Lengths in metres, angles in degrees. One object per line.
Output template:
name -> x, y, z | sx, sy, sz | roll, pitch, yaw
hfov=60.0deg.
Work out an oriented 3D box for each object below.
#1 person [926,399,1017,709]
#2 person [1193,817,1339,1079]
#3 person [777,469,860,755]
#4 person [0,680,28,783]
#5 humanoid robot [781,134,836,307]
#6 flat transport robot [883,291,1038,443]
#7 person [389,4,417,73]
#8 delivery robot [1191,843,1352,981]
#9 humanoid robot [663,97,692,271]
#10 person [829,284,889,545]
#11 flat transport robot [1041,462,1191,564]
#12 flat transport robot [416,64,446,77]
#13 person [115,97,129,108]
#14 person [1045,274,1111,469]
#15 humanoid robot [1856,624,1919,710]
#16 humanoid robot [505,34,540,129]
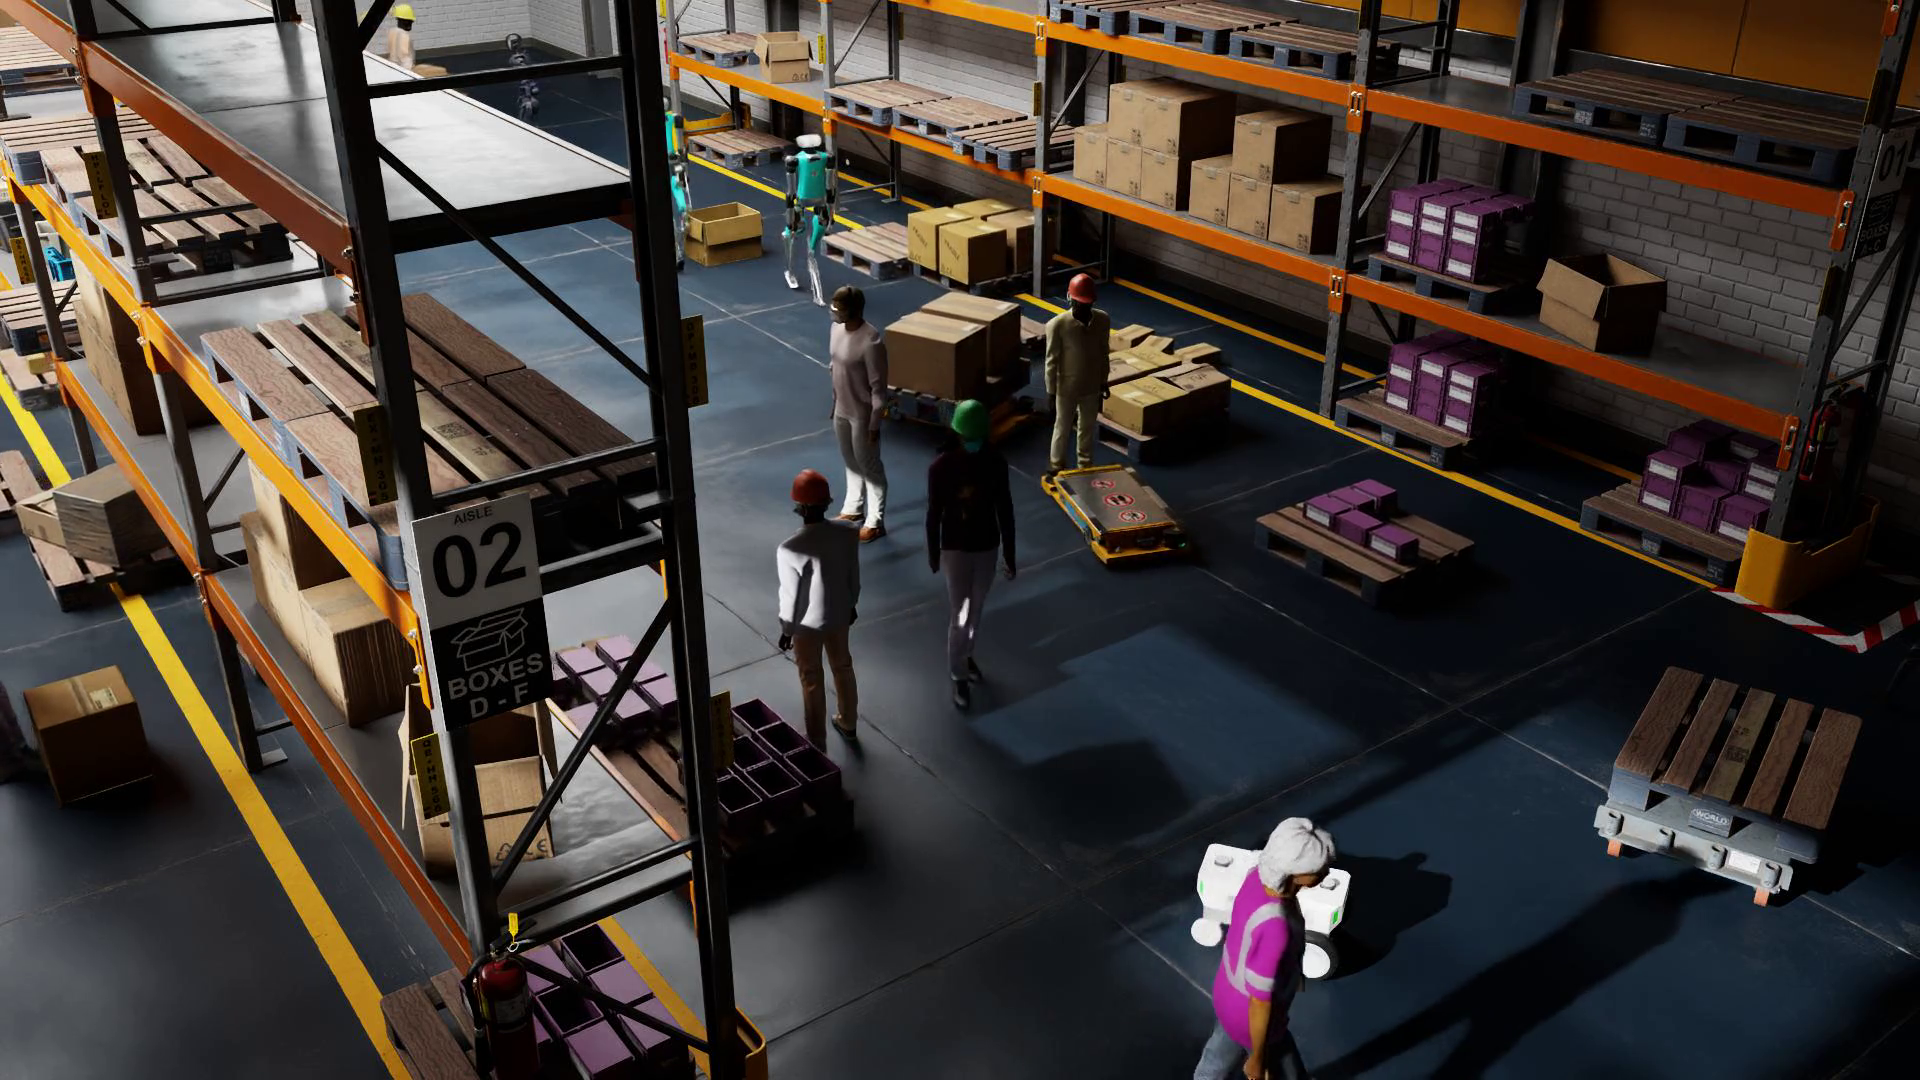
person -> 0.090, 0.078, 9.992 | 0.485, 1.916, 0.761 | -9, 28, -18
person -> 1.268, 1.846, 6.587 | 0.776, 1.809, 0.554 | 0, 27, 0
person -> -0.820, 0.412, 9.515 | 0.572, 1.748, 0.341 | -23, 34, -37
person -> -5.616, 0.479, 9.229 | 0.409, 1.896, 0.644 | -14, 30, -26
humanoid robot -> -1.630, -3.326, 17.021 | 0.530, 1.777, 1.003 | -13, 29, -24
flat transport robot -> -0.112, -1.161, 14.296 | 1.431, 0.231, 0.659 | 15, 31, 28
person -> -7.555, -6.363, 22.819 | 0.472, 1.903, 0.610 | -18, 32, -31
delivery robot -> 1.541, 1.767, 8.158 | 0.802, 0.598, 0.499 | 9, 28, 18
humanoid robot -> -3.113, -3.788, 17.944 | 0.555, 1.819, 0.877 | -10, 28, -19
person -> -0.735, -0.904, 11.932 | 0.374, 1.936, 0.627 | -17, 31, -30
flat transport robot -> 1.147, -0.234, 12.454 | 0.659, 0.231, 1.431 | -8, 28, -15
flat transport robot -> -7.759, -5.946, 23.814 | 0.659, 0.231, 1.431 | 0, 27, 1
person -> -10.620, -5.512, 21.032 | 0.388, 1.995, 0.611 | -17, 31, -30
person -> 0.912, -1.189, 12.698 | 0.572, 1.749, 0.331 | -13, 30, -24
humanoid robot -> 5.734, 0.375, 9.696 | 0.669, 1.638, 0.592 | 15, 30, 28
humanoid robot -> -5.786, -5.938, 22.241 | 0.422, 1.638, 0.599 | -12, 29, -22
